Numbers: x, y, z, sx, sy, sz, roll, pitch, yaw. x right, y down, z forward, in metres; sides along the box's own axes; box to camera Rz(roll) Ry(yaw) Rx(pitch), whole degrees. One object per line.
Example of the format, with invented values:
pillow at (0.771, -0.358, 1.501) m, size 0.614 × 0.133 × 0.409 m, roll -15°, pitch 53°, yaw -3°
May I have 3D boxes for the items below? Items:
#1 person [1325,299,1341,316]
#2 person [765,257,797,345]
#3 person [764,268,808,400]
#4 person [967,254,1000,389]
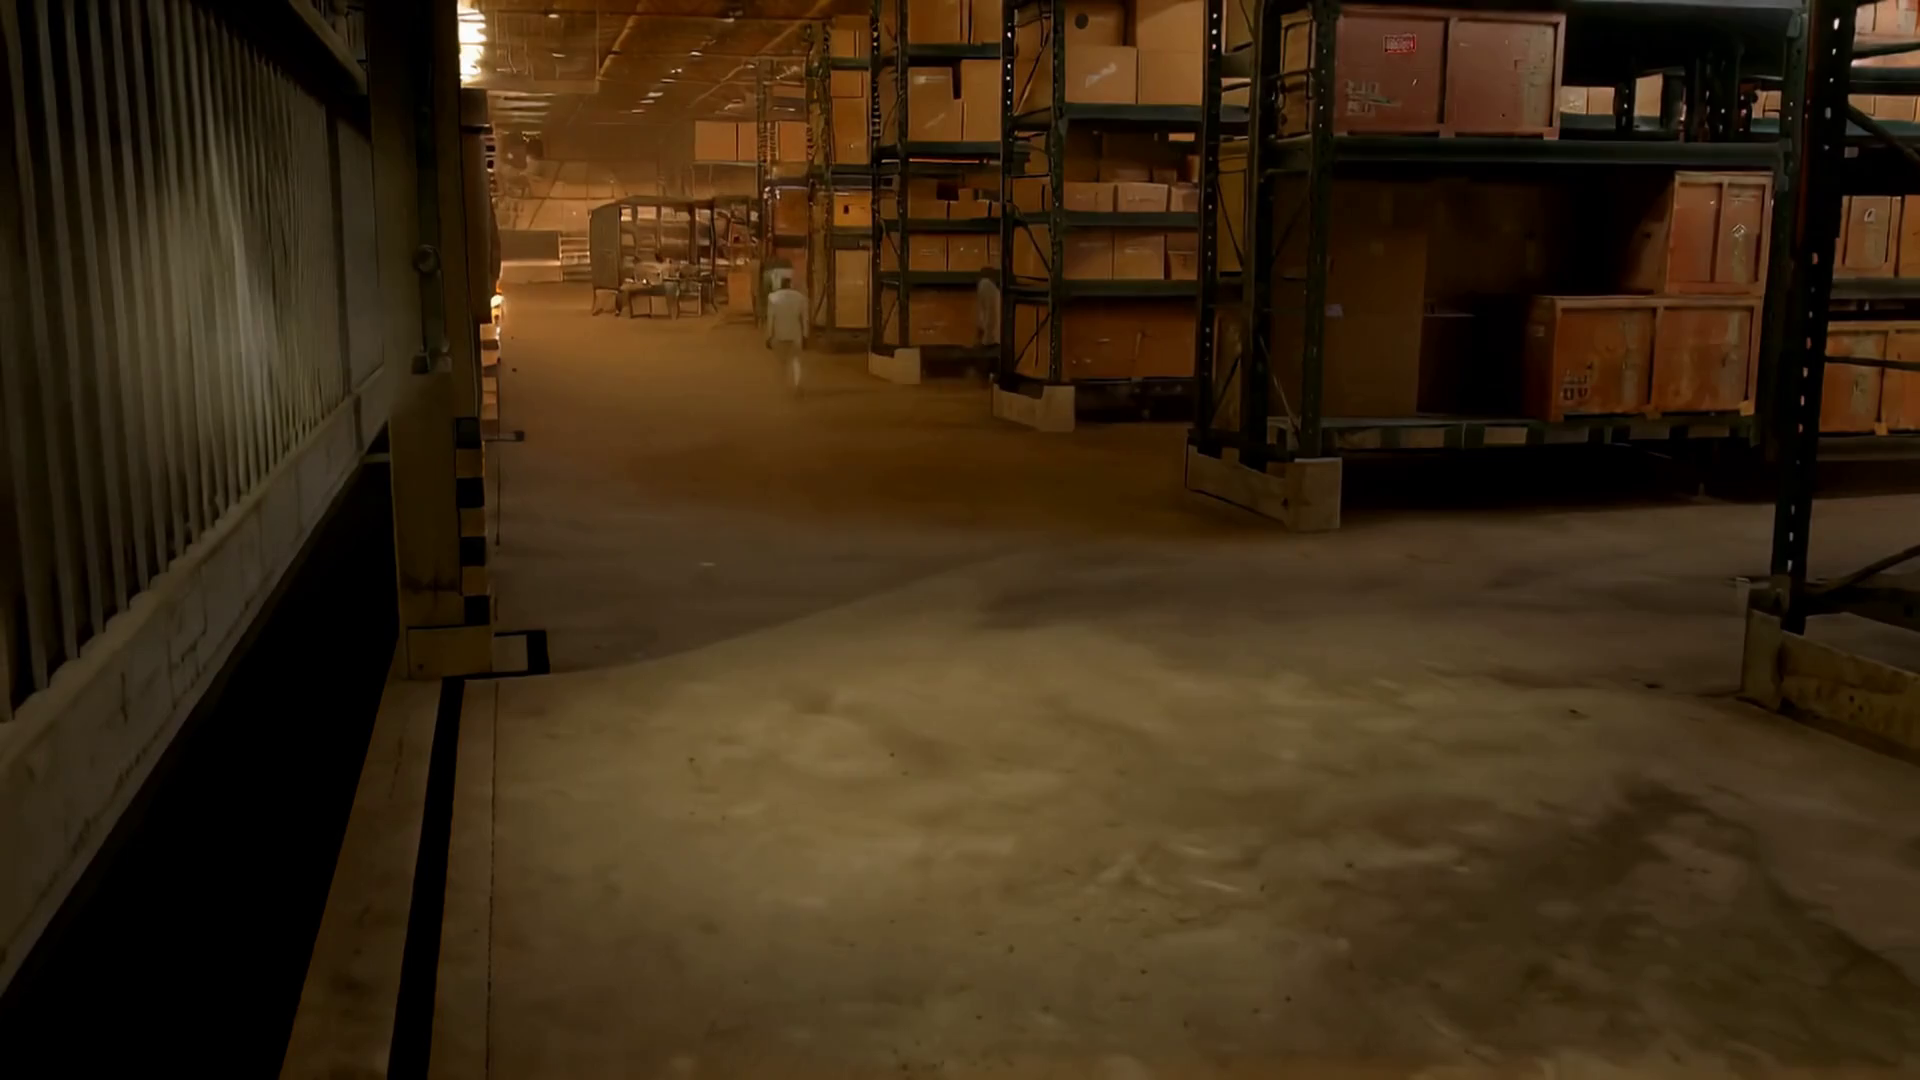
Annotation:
person at (3.855, -1.962, 17.752) m, size 0.895 × 1.711 × 0.543 m, roll -2°, pitch 10°, yaw -11°
person at (-3.540, -4.697, 33.032) m, size 0.641 × 1.809 × 0.773 m, roll 5°, pitch 11°, yaw 28°
person at (-2.307, -2.718, 22.010) m, size 0.566 × 1.736 × 0.385 m, roll -4°, pitch 11°, yaw -23°
person at (0.410, -3.064, 23.457) m, size 0.423 × 1.924 × 0.541 m, roll 2°, pitch 10°, yaw 14°
